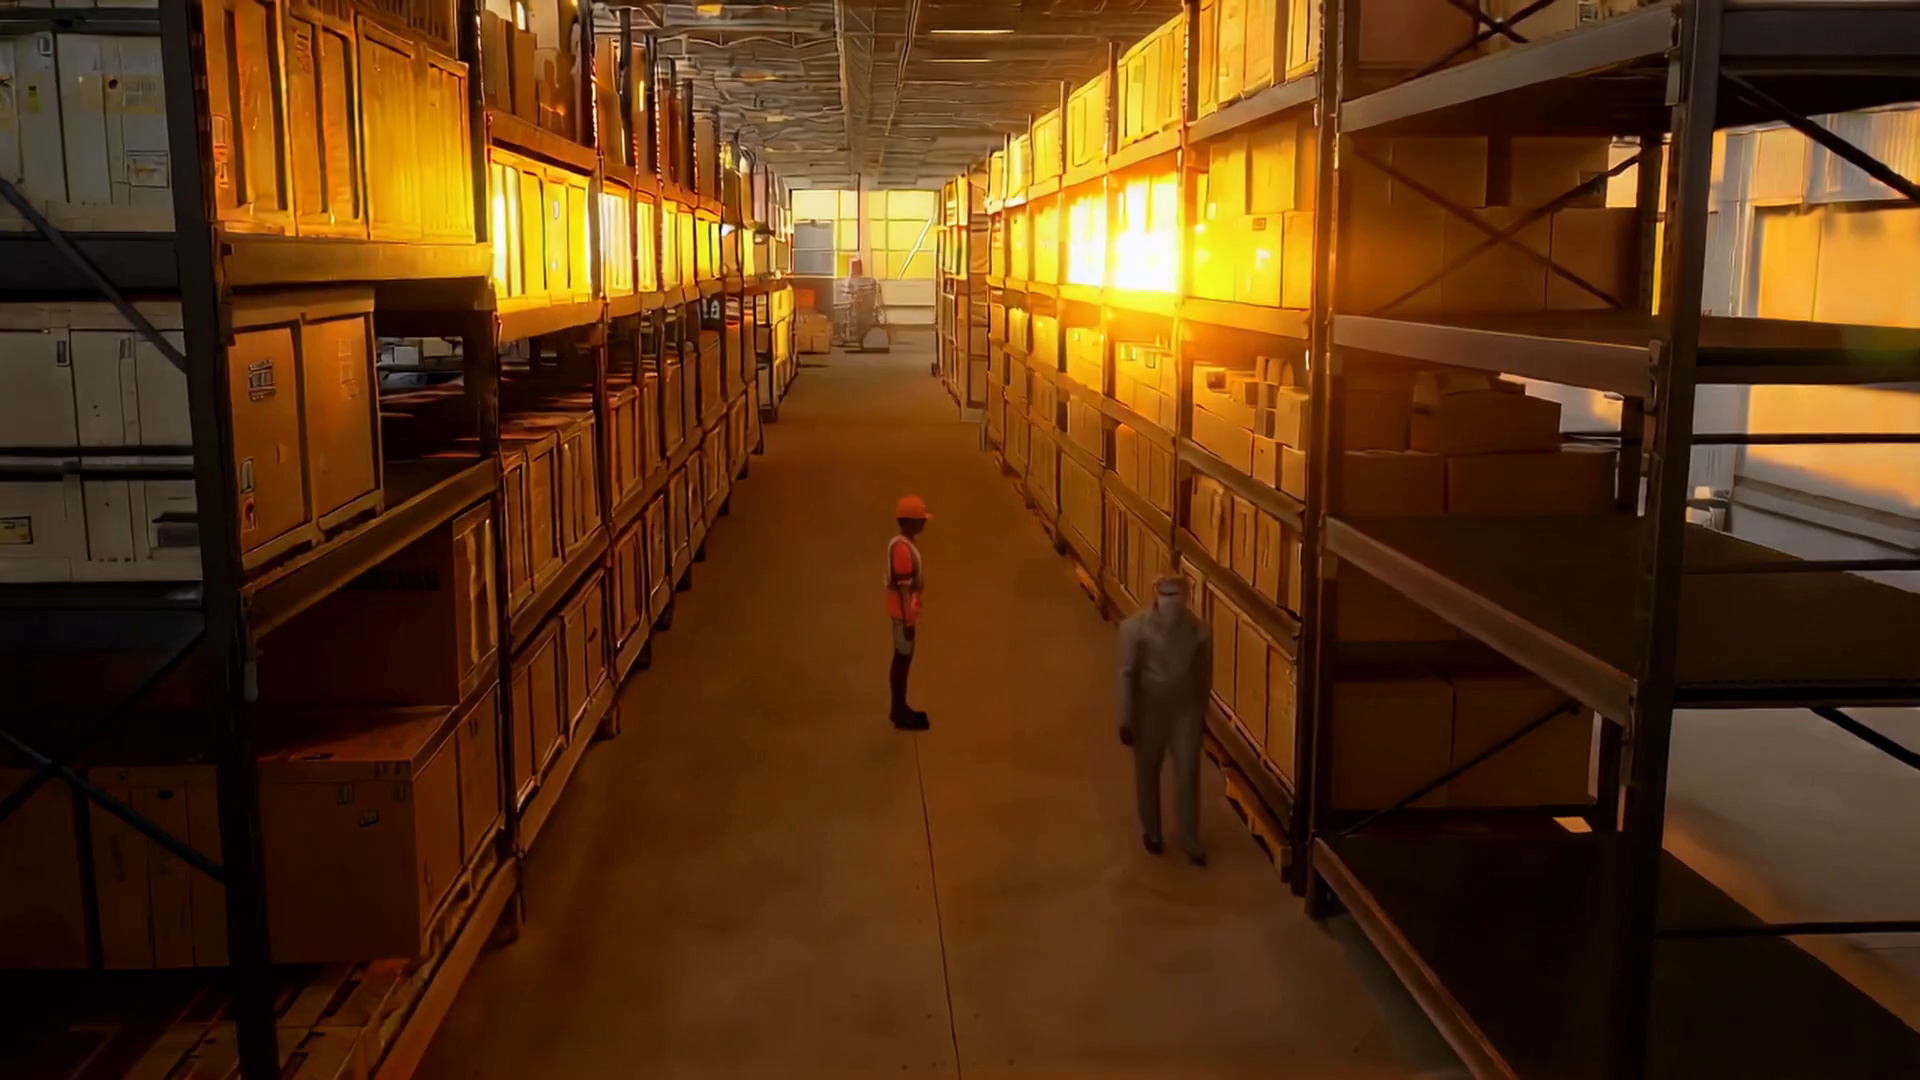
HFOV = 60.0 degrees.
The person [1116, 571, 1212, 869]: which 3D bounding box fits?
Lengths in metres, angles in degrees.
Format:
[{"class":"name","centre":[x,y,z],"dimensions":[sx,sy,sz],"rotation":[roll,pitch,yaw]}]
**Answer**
[{"class":"person","centre":[1.324,1.145,10.624],"dimensions":[0.650,1.879,0.812],"rotation":[-1,10,-4]}]

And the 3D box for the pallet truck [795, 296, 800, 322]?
[{"class":"pallet truck","centre":[-8.622,-12.439,91.403],"dimensions":[1.885,1.965,0.823],"rotation":[2,10,13]}]

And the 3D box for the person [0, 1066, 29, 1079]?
[{"class":"person","centre":[-2.600,2.256,4.779],"dimensions":[0.777,1.603,0.507],"rotation":[-1,10,-9]}]

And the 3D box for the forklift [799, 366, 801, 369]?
[{"class":"forklift","centre":[-6.727,-7.405,58.701],"dimensions":[1.873,2.768,1.129],"rotation":[-5,11,-28]}]

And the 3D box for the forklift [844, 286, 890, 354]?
[{"class":"forklift","centre":[-3.867,-9.112,68.900],"dimensions":[1.873,2.768,1.129],"rotation":[-1,10,-3]}]

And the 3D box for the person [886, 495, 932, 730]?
[{"class":"person","centre":[-0.421,0.590,13.751],"dimensions":[0.377,1.938,0.547],"rotation":[-1,10,-3]}]

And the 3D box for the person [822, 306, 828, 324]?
[{"class":"person","centre":[-6.592,-10.587,81.263],"dimensions":[0.321,1.691,0.533],"rotation":[-3,10,-20]}]
